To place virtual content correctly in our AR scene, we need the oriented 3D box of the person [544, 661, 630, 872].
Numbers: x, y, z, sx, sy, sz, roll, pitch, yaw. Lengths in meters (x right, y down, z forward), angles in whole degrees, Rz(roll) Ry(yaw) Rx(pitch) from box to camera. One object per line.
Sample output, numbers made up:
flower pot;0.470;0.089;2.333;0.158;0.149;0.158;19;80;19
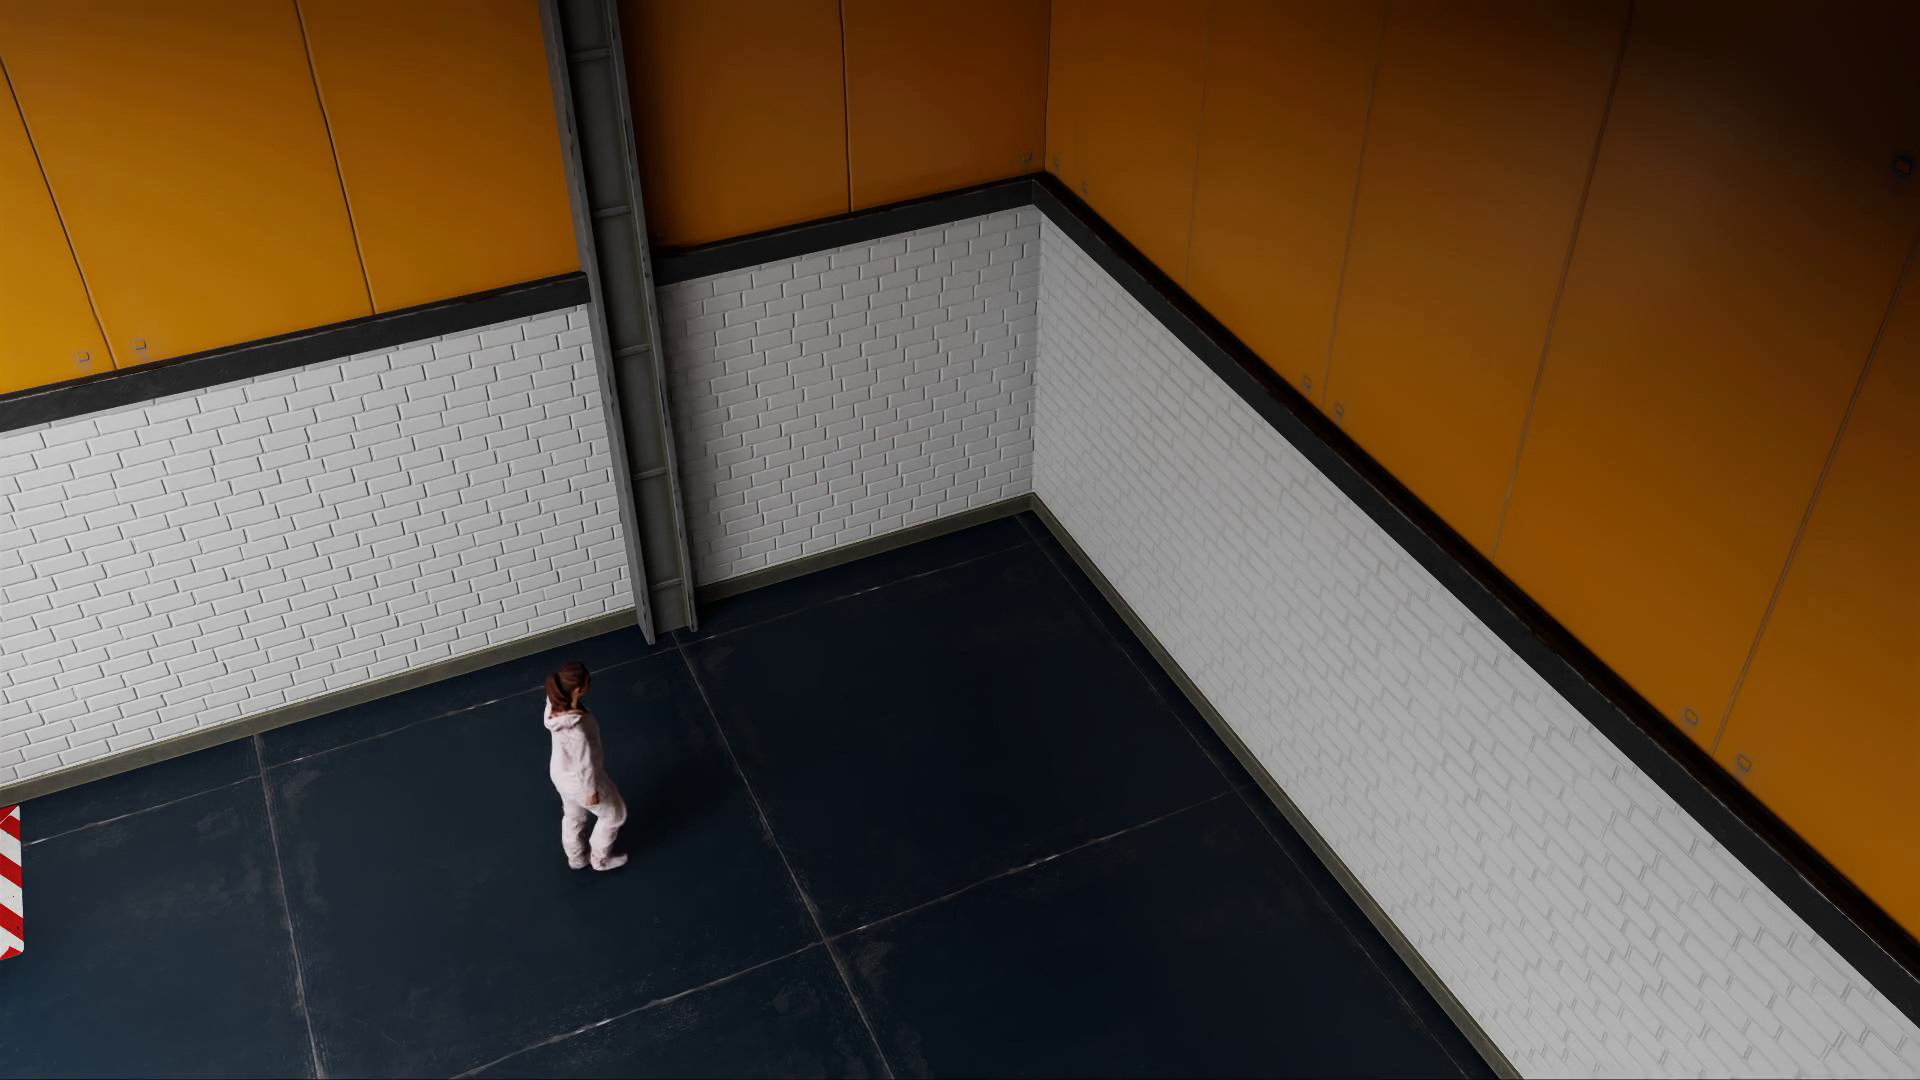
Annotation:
person;-2.431;1.478;10.276;0.687;1.671;0.699;-26;45;-29
